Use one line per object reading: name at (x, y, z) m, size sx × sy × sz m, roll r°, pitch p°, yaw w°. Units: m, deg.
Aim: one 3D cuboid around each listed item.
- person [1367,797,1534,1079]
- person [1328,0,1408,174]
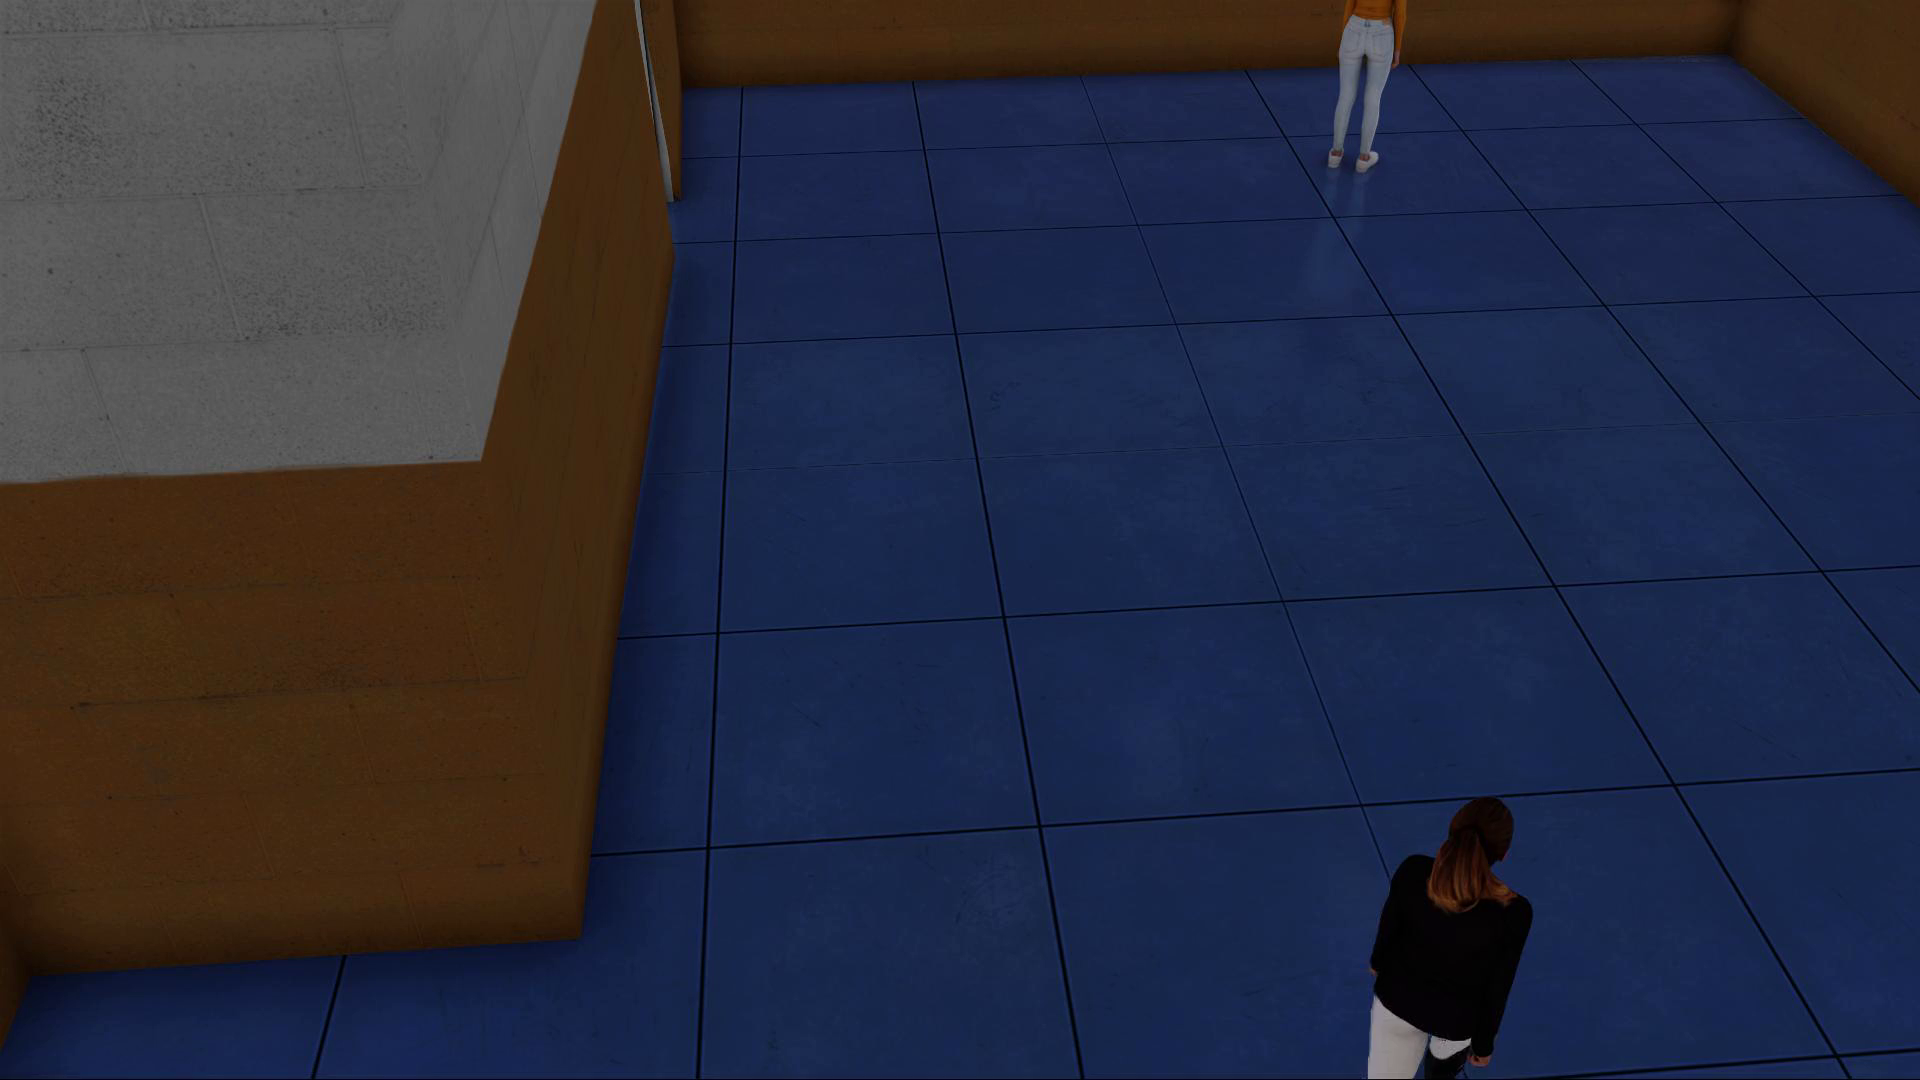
person at (1.350, 1.466, 4.910) m, size 1.170 × 1.680 × 1.091 m, roll 20°, pitch 41°, yaw 24°
person at (2.774, -3.363, 11.301) m, size 0.616 × 1.749 × 0.720 m, roll 14°, pitch 39°, yaw 18°
